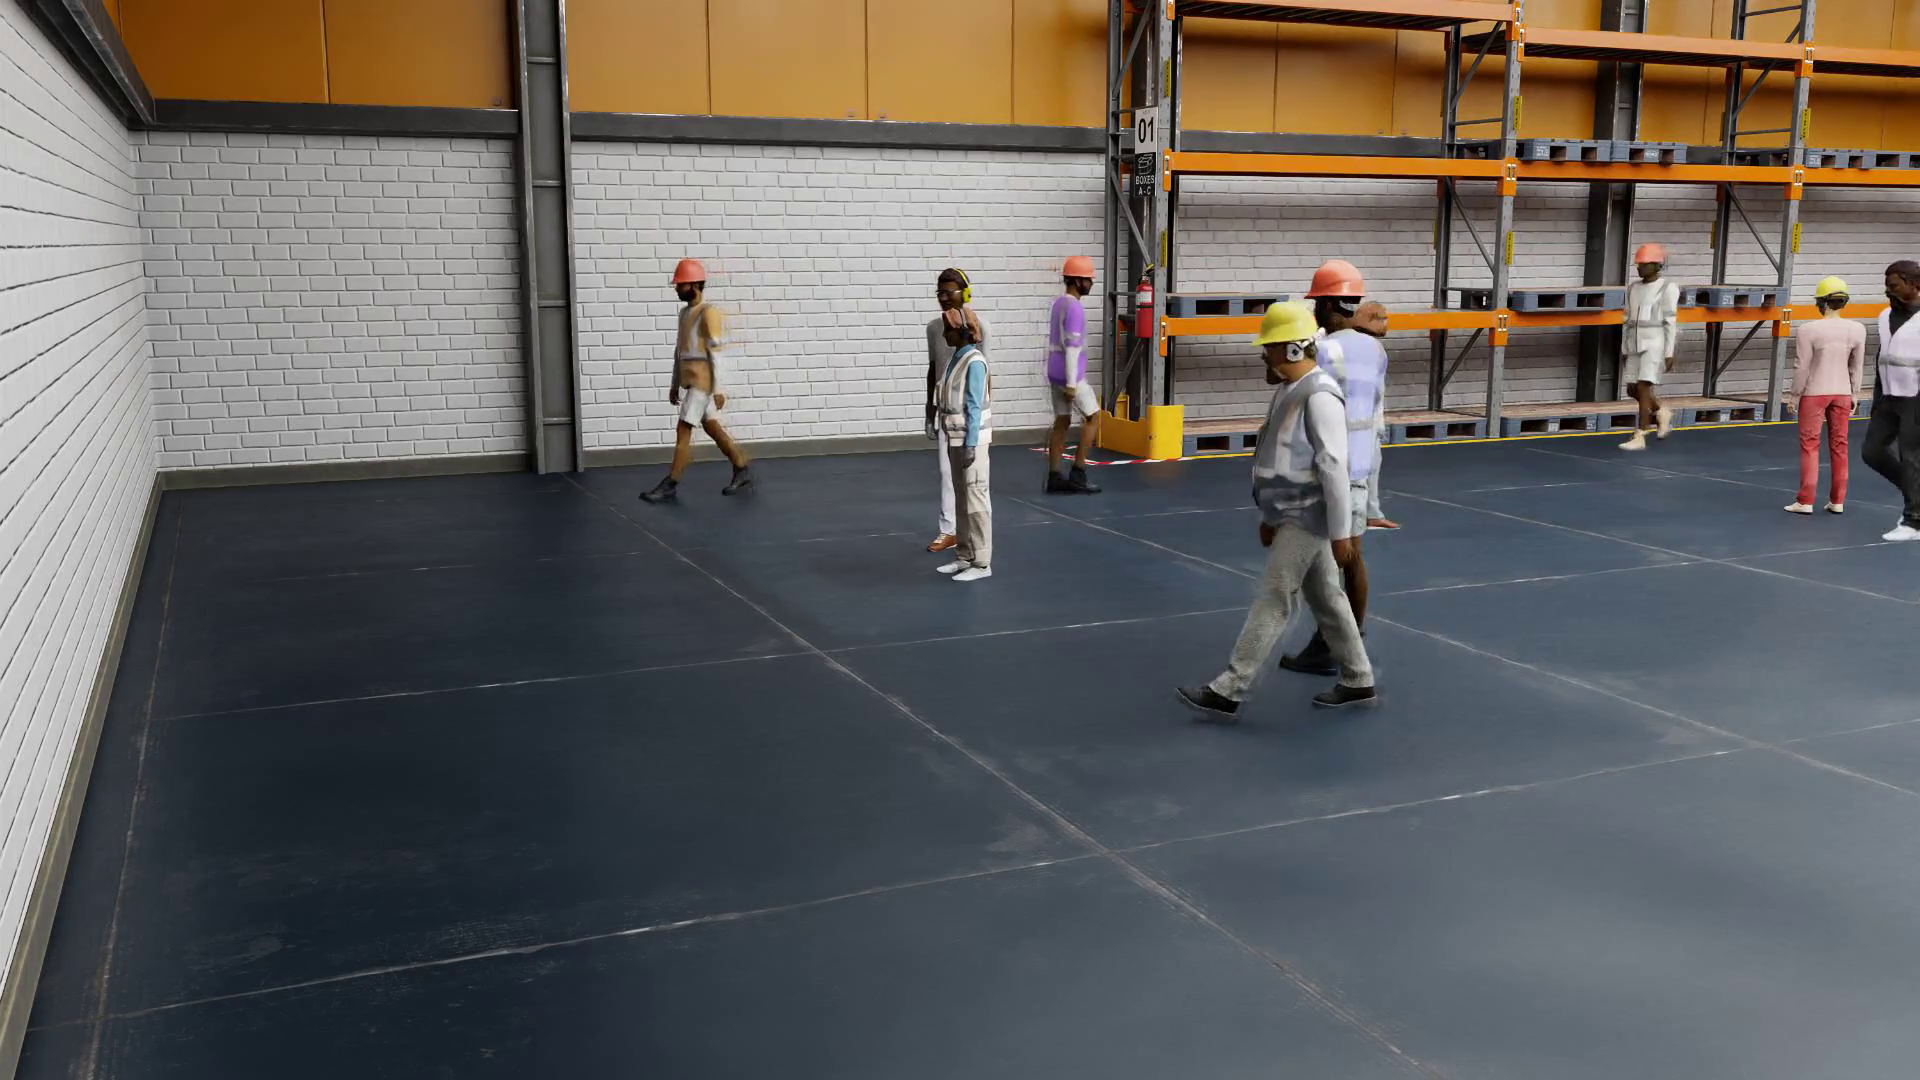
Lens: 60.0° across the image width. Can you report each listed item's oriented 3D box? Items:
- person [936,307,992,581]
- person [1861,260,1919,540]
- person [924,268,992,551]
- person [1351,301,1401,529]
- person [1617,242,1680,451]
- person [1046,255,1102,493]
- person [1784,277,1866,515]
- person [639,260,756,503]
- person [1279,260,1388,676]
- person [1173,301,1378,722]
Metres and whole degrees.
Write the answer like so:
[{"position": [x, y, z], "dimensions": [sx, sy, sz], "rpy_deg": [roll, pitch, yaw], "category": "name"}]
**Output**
[{"position": [0.033, -0.574, 9.996], "dimensions": [0.313, 1.634, 0.512], "rpy_deg": [-3, 11, -18], "category": "person"}, {"position": [6.464, -0.946, 11.327], "dimensions": [0.482, 1.895, 0.690], "rpy_deg": [-1, 10, -7], "category": "person"}, {"position": [-0.013, -0.821, 10.780], "dimensions": [0.510, 1.854, 0.354], "rpy_deg": [6, 12, 32], "category": "person"}, {"position": [2.777, -0.859, 11.604], "dimensions": [0.641, 1.614, 0.510], "rpy_deg": [1, 10, 4], "category": "person"}, {"position": [6.770, -1.886, 16.254], "dimensions": [0.761, 2.025, 0.613], "rpy_deg": [-5, 11, -26], "category": "person"}, {"position": [0.951, -1.317, 13.361], "dimensions": [0.575, 1.919, 0.543], "rpy_deg": [-3, 11, -15], "category": "person"}, {"position": [6.410, -1.063, 12.355], "dimensions": [0.534, 1.765, 0.324], "rpy_deg": [-1, 10, -4], "category": "person"}, {"position": [-2.049, -1.253, 13.088], "dimensions": [1.006, 1.889, 0.564], "rpy_deg": [-6, 12, -30], "category": "person"}, {"position": [1.736, -0.334, 7.805], "dimensions": [0.552, 1.936, 0.358], "rpy_deg": [-9, 14, -42], "category": "person"}, {"position": [1.398, -0.116, 7.060], "dimensions": [0.937, 1.768, 0.613], "rpy_deg": [0, 10, -2], "category": "person"}]
